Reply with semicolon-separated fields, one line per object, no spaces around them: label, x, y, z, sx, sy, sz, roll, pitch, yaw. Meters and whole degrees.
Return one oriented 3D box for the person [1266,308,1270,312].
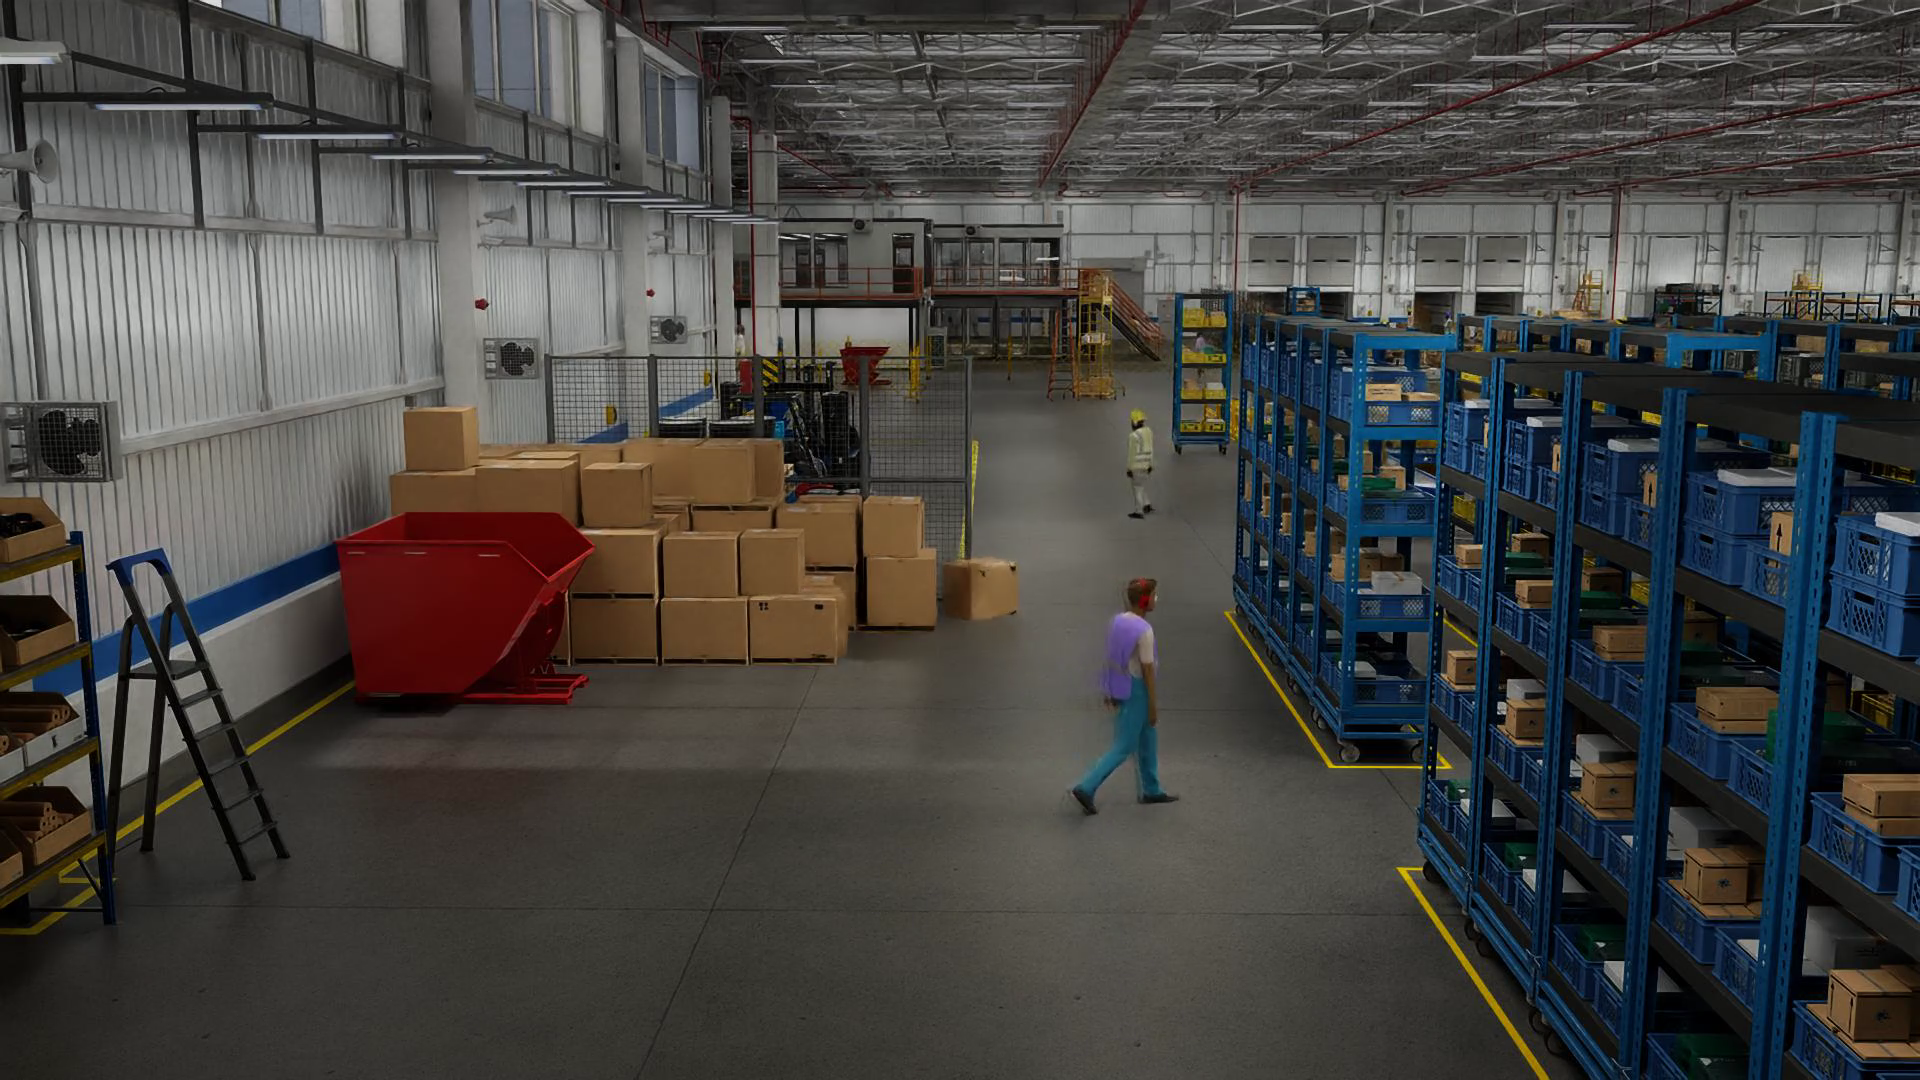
person;17.883;-12.479;96.475;0.542;1.927;0.379;-6;11;-32

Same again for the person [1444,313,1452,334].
person;25.155;-10.760;85.853;0.425;1.938;0.603;-3;10;-16

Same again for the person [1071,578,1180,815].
person;1.260;1.177;12.611;0.882;1.816;0.579;-2;10;-15

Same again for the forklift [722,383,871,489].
forklift;-2.893;-1.687;28.729;2.680;1.987;1.157;0;9;-1

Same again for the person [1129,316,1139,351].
person;8.867;-10.559;84.893;0.626;1.844;0.429;5;11;29

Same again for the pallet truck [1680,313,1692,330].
pallet truck;36.315;-10.531;84.244;0.823;1.965;1.885;-6;11;-33

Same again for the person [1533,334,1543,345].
person;24.127;-8.180;69.747;0.622;1.993;0.384;0;9;1

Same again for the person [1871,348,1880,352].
person;27.231;-4.839;49.757;0.586;1.803;0.850;0;9;-2

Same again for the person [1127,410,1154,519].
person;2.955;-1.250;27.533;0.424;1.815;0.621;7;12;38

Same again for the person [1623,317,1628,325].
person;31.057;-9.442;77.774;0.588;1.918;0.399;4;10;25

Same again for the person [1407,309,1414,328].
person;25.612;-12.191;94.734;0.399;1.918;0.588;8;12;39

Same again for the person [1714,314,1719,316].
person;39.993;-11.091;88.226;0.428;1.822;0.515;-1;9;-3

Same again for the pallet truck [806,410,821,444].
pallet truck;-3.559;-2.018;33.905;1.522;1.261;0.704;0;9;-1

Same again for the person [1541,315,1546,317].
person;29.945;-10.634;85.378;0.447;1.832;0.651;1;9;7

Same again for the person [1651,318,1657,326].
person;35.949;-10.675;86.159;0.537;1.668;0.817;-9;13;-43

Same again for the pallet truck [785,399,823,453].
pallet truck;-3.814;-2.432;36.419;1.630;1.274;0.653;0;9;1

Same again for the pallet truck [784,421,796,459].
pallet truck;-4.013;-1.793;32.705;1.601;1.201;0.680;0;9;1

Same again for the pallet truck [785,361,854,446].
pallet truck;-3.410;-3.193;38.978;1.885;1.965;0.823;0;9;-1

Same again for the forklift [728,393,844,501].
forklift;-2.979;-1.316;26.476;2.680;1.987;1.157;0;9;1

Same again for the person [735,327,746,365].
person;-8.841;-7.623;66.752;0.826;1.860;0.583;0;9;0

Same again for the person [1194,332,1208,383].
person;8.770;-6.738;60.740;0.534;2.029;0.626;4;10;22

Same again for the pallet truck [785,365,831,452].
pallet truck;-3.774;-2.976;37.635;1.885;1.965;0.823;1;9;5
